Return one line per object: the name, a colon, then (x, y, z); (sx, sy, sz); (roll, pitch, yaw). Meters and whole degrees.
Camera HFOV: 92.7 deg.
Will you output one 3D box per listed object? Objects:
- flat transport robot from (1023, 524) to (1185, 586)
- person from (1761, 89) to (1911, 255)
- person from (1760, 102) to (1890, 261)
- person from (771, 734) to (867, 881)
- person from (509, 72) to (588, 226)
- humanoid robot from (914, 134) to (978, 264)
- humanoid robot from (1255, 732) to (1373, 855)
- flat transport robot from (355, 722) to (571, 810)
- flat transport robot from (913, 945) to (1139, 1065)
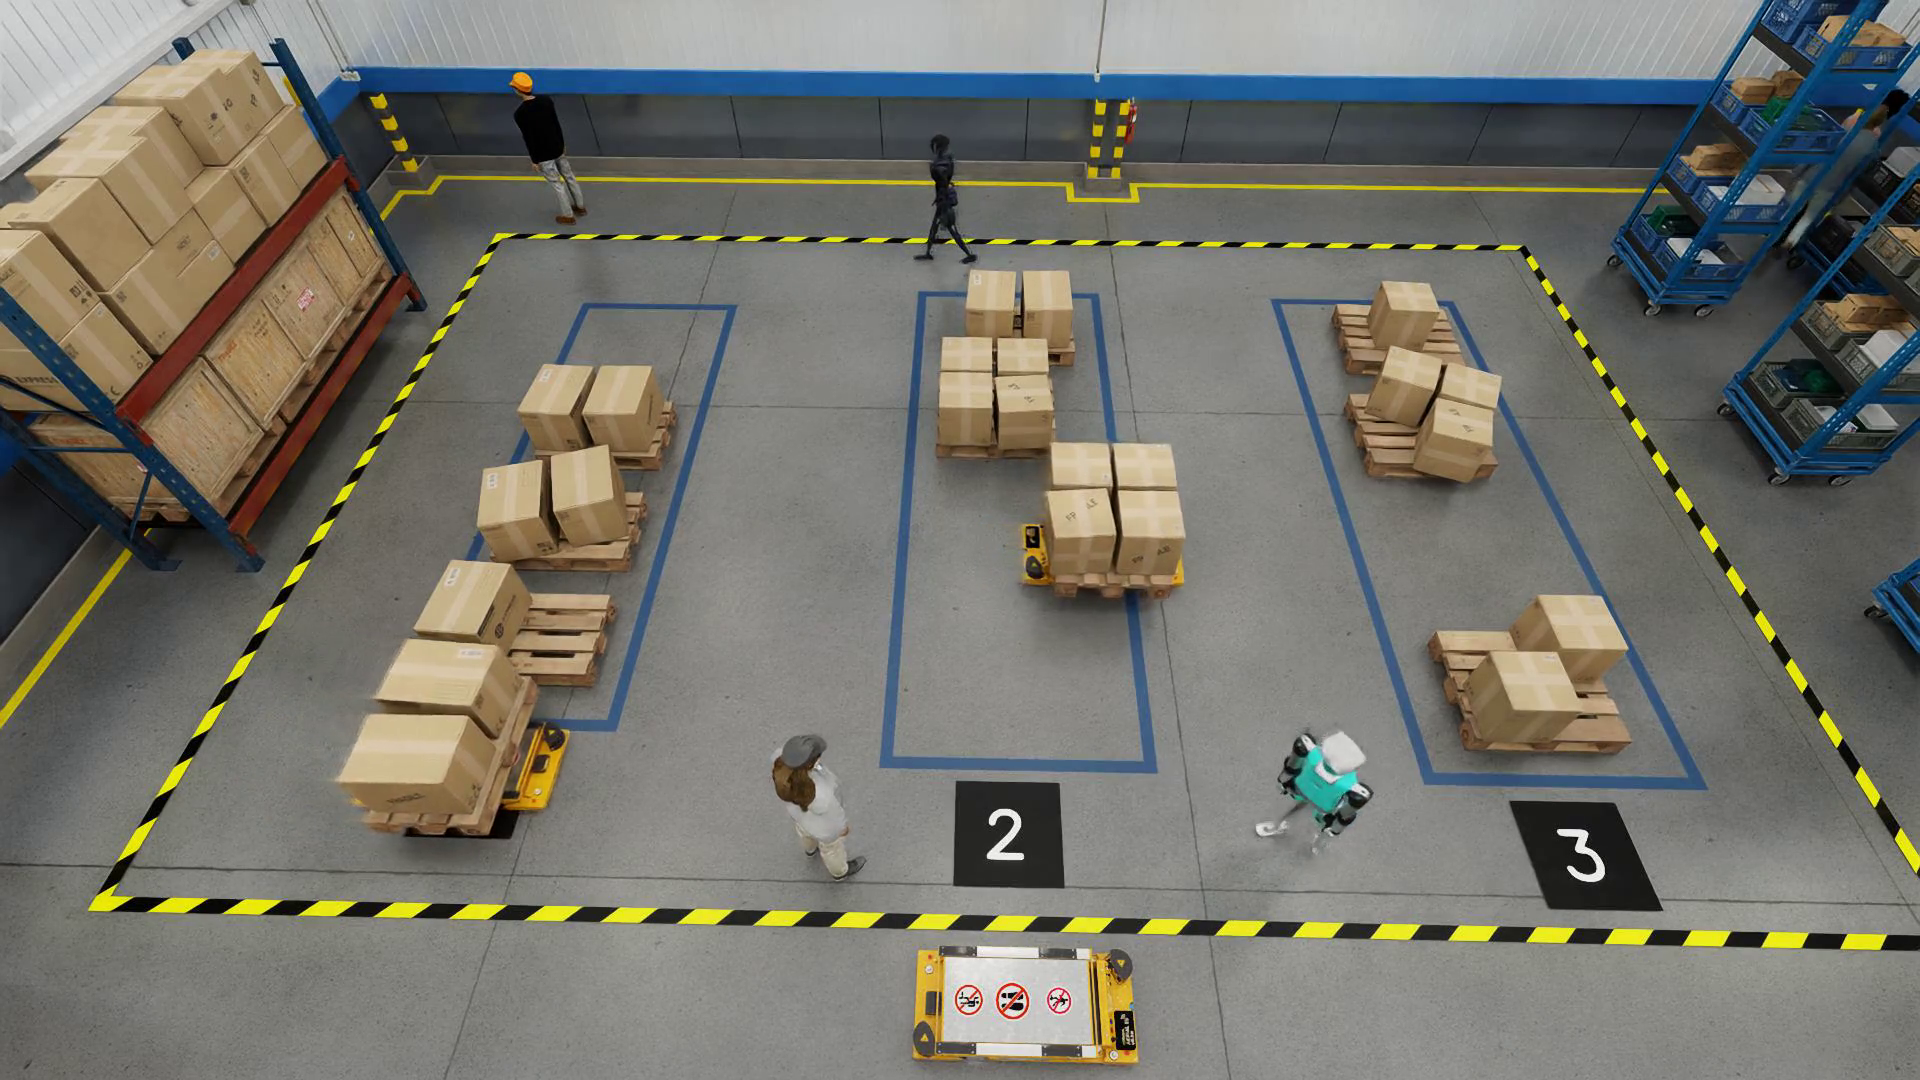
flat transport robot: (1.307, 0.100, 8.386); (1.431, 0.197, 0.652); (1, 51, 1)
person: (10.466, -4.406, 10.983); (0.363, 1.963, 0.611); (9, 51, 7)
person: (10.212, -4.217, 10.862); (0.636, 1.915, 0.654); (35, 59, 25)
person: (-0.961, 1.790, 6.058); (0.560, 1.768, 0.400); (35, 59, 25)
person: (-5.122, -4.829, 11.381); (0.384, 1.884, 0.586); (21, 54, 16)
humanoid robot: (-0.178, -3.995, 10.870); (0.789, 1.632, 0.593); (-8, 51, -6)
humanoid robot: (2.473, 1.673, 6.180); (0.789, 1.777, 0.531); (-31, 57, -23)
flat transport robot: (-3.830, 1.723, 7.064); (1.431, 0.197, 0.652); (1, 51, 1)
flat transport robot: (0.422, 3.041, 6.007); (1.431, 0.231, 0.659); (1, 51, 1)
